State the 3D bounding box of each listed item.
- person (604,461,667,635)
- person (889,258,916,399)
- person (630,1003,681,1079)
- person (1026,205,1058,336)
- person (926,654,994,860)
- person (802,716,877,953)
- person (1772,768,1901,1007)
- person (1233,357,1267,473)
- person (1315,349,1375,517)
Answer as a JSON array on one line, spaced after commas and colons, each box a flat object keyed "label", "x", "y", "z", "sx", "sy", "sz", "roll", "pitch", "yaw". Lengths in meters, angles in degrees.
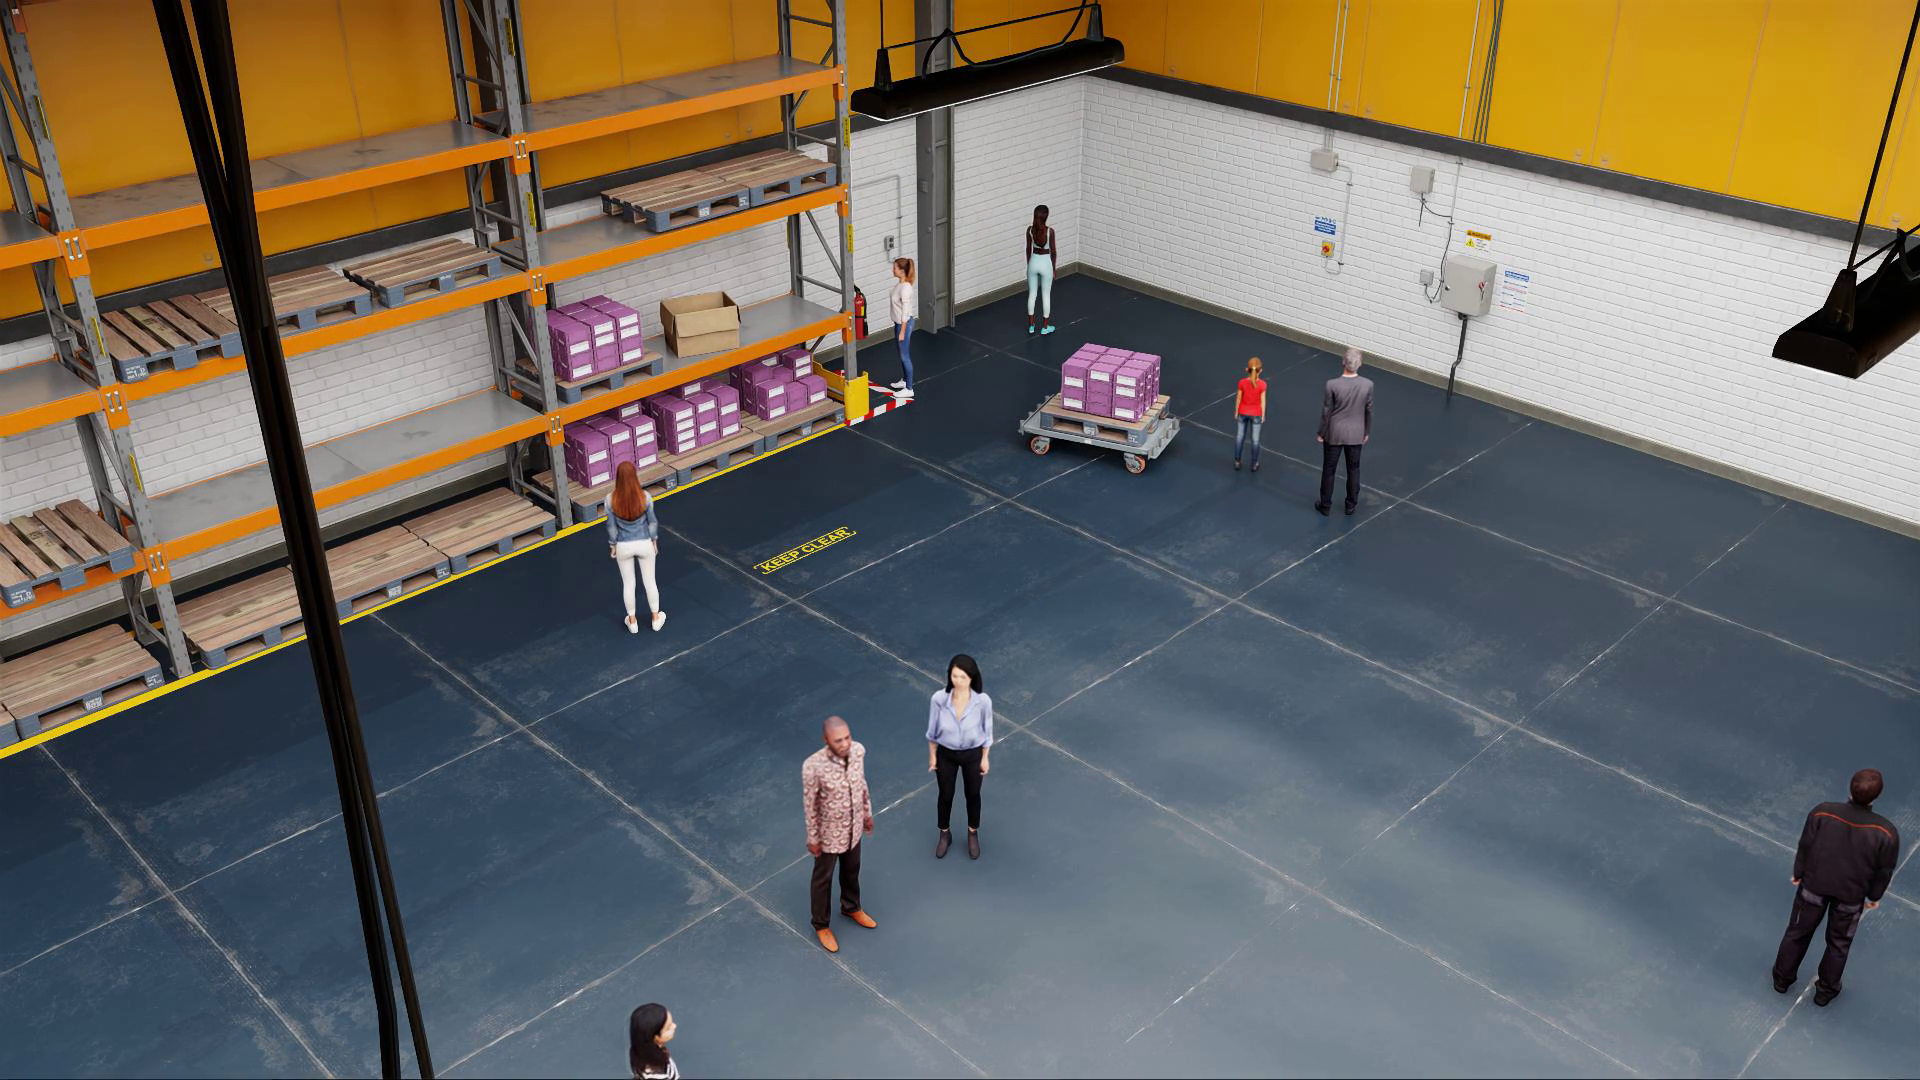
[{"label": "person", "x": -2.973, "y": 0.072, "z": 15.185, "sx": 0.654, "sy": 1.702, "sz": 0.748, "roll": -4, "pitch": 29, "yaw": -8}, {"label": "person", "x": -0.677, "y": -2.571, "z": 20.012, "sx": 0.722, "sy": 1.720, "sz": 0.689, "roll": -4, "pitch": 29, "yaw": -6}, {"label": "person", "x": -1.662, "y": 3.272, "z": 9.222, "sx": 0.622, "sy": 1.795, "sz": 0.650, "roll": -13, "pitch": 31, "yaw": -23}, {"label": "person", "x": 1.051, "y": -3.554, "z": 21.808, "sx": 0.643, "sy": 1.725, "sz": 0.662, "roll": 9, "pitch": 30, "yaw": 16}, {"label": "person", "x": 0.006, "y": 1.605, "z": 12.332, "sx": 0.729, "sy": 1.743, "sz": 0.771, "roll": 2, "pitch": 29, "yaw": 4}, {"label": "person", "x": -0.856, "y": 1.986, "z": 11.565, "sx": 0.533, "sy": 1.808, "sz": 0.747, "roll": -23, "pitch": 36, "yaw": -35}, {"label": "person", "x": 5.778, "y": 2.282, "z": 10.990, "sx": 0.773, "sy": 1.839, "sz": 0.658, "roll": 17, "pitch": 33, "yaw": 28}, {"label": "person", "x": 3.183, "y": -1.380, "z": 18.259, "sx": 0.553, "sy": 1.308, "sz": 0.591, "roll": 8, "pitch": 30, "yaw": 15}, {"label": "person", "x": 3.980, "y": -1.120, "z": 17.224, "sx": 0.797, "sy": 1.842, "sz": 0.861, "roll": 0, "pitch": 29, "yaw": 0}]
